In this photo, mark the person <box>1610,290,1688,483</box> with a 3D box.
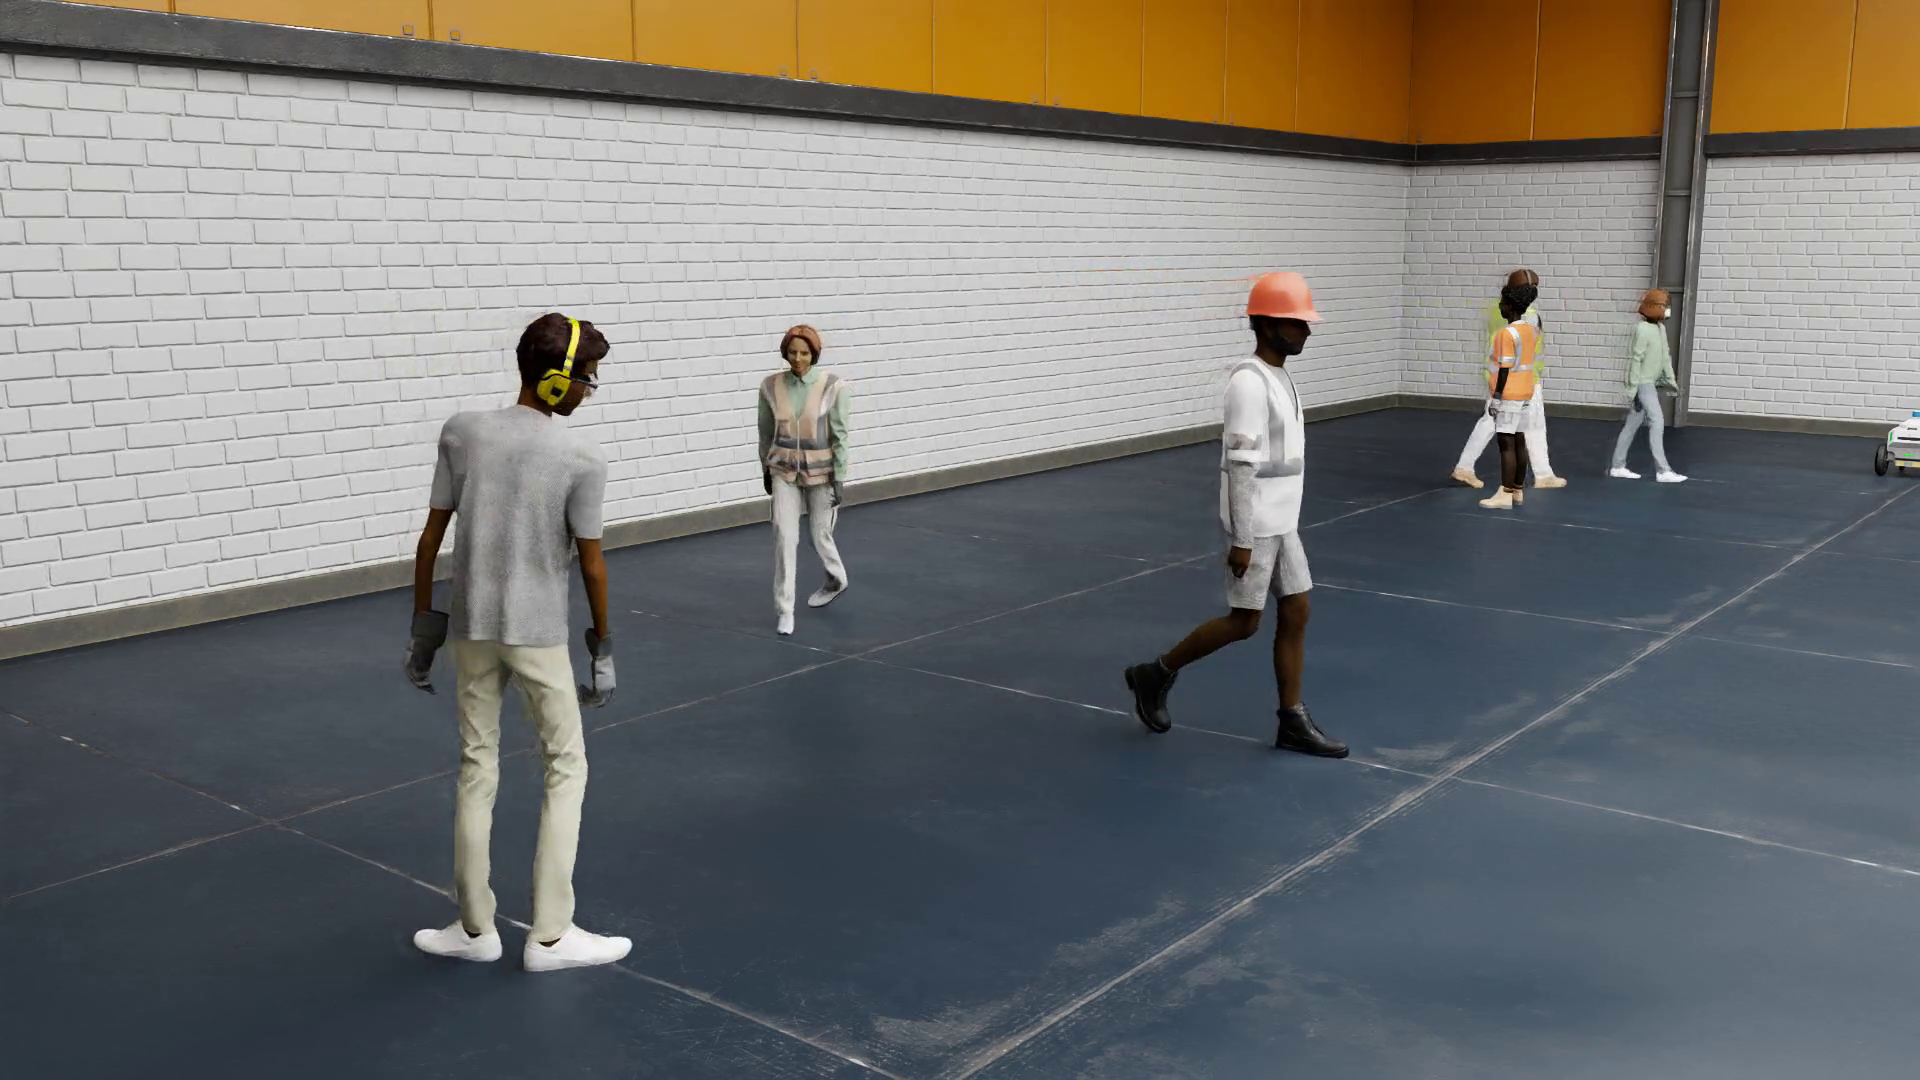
[{"bbox_3d":[5.863,-1.284,13.968,0.761,1.600,0.508,8,13,37],"label":"person"}]

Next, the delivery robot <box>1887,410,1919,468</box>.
[{"bbox_3d":[8.246,-0.875,14.335,0.477,0.478,0.707,8,13,38],"label":"delivery robot"}]

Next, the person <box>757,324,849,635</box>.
[{"bbox_3d":[-0.801,-0.345,8.754,0.518,1.601,0.672,2,10,9],"label":"person"}]

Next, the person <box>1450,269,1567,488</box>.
[{"bbox_3d":[4.480,-1.304,13.543,0.956,1.802,0.632,-3,11,-15],"label":"person"}]

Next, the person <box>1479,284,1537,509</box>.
[{"bbox_3d":[4.159,-1.082,12.581,0.318,1.697,0.534,8,13,38],"label":"person"}]

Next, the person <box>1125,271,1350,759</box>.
[{"bbox_3d":[1.112,-0.095,6.536,0.826,1.915,0.553,5,11,26],"label":"person"}]

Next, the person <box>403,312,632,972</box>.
[{"bbox_3d":[-1.280,0.295,4.640,0.660,1.821,0.343,1,10,8],"label":"person"}]
